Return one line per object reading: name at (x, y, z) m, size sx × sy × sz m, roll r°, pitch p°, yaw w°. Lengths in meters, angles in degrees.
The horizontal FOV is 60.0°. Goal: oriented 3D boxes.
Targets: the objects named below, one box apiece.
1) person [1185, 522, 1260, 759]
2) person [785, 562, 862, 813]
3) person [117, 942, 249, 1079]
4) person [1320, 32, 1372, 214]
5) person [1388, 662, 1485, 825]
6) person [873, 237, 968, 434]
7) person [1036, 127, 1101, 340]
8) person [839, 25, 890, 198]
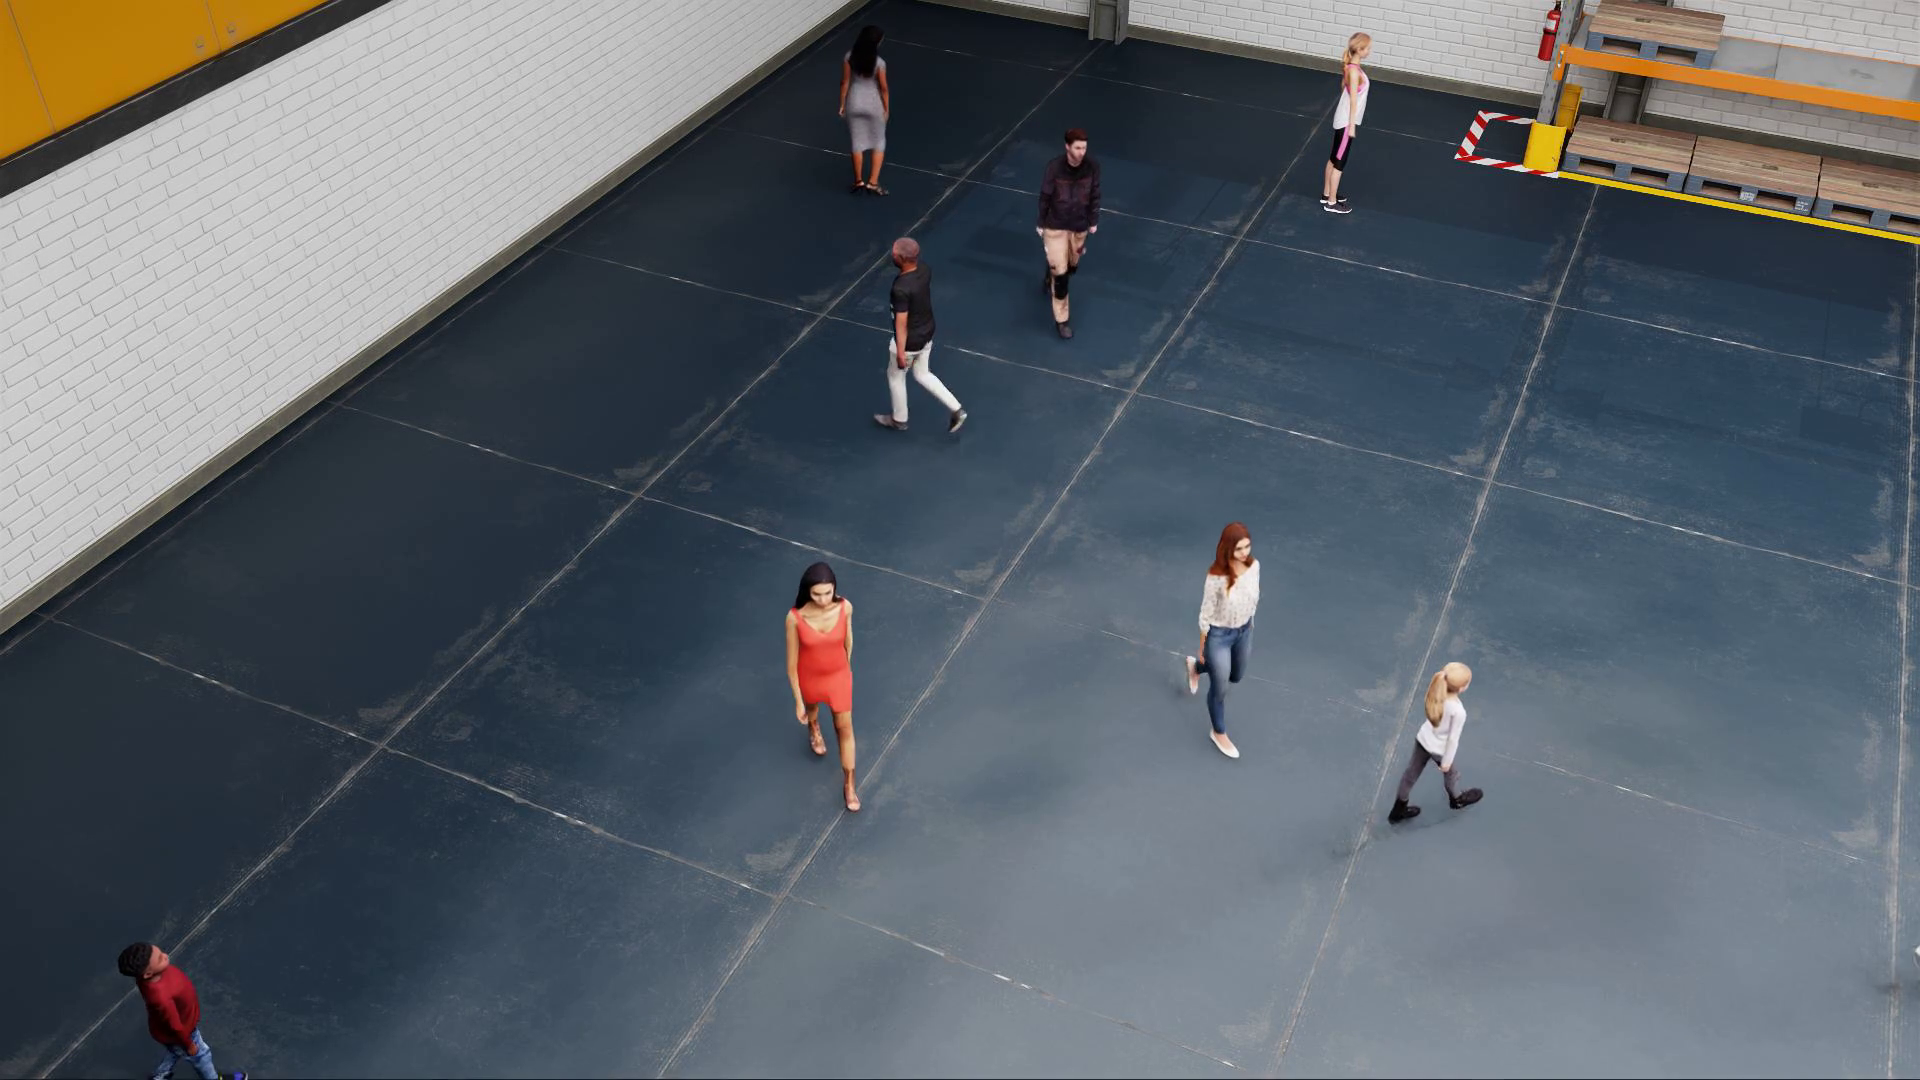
person at (1.634, 0.562, 10.478) m, size 0.915 × 1.714 × 1.028 m, roll -18°, pitch 42°, yaw -21°
person at (-0.874, 0.788, 10.232) m, size 1.086 × 1.668 × 1.111 m, roll -10°, pitch 40°, yaw -13°
person at (-4.049, 2.477, 8.458) m, size 0.728 × 1.244 × 0.719 m, roll -26°, pitch 45°, yaw -29°
person at (3.756, -4.077, 16.227) m, size 0.652 × 1.788 × 0.675 m, roll 1°, pitch 39°, yaw 1°
person at (2.800, 1.250, 9.985) m, size 0.882 × 1.254 × 0.843 m, roll -15°, pitch 41°, yaw -18°
person at (-0.294, -1.552, 13.073) m, size 1.049 × 1.779 × 0.697 m, roll 18°, pitch 42°, yaw 21°
person at (0.897, -2.764, 14.504) m, size 1.218 × 1.887 × 1.240 m, roll -9°, pitch 40°, yaw -12°
person at (-0.957, -4.234, 16.444) m, size 0.581 × 1.764 × 0.769 m, roll -1°, pitch 39°, yaw -1°
